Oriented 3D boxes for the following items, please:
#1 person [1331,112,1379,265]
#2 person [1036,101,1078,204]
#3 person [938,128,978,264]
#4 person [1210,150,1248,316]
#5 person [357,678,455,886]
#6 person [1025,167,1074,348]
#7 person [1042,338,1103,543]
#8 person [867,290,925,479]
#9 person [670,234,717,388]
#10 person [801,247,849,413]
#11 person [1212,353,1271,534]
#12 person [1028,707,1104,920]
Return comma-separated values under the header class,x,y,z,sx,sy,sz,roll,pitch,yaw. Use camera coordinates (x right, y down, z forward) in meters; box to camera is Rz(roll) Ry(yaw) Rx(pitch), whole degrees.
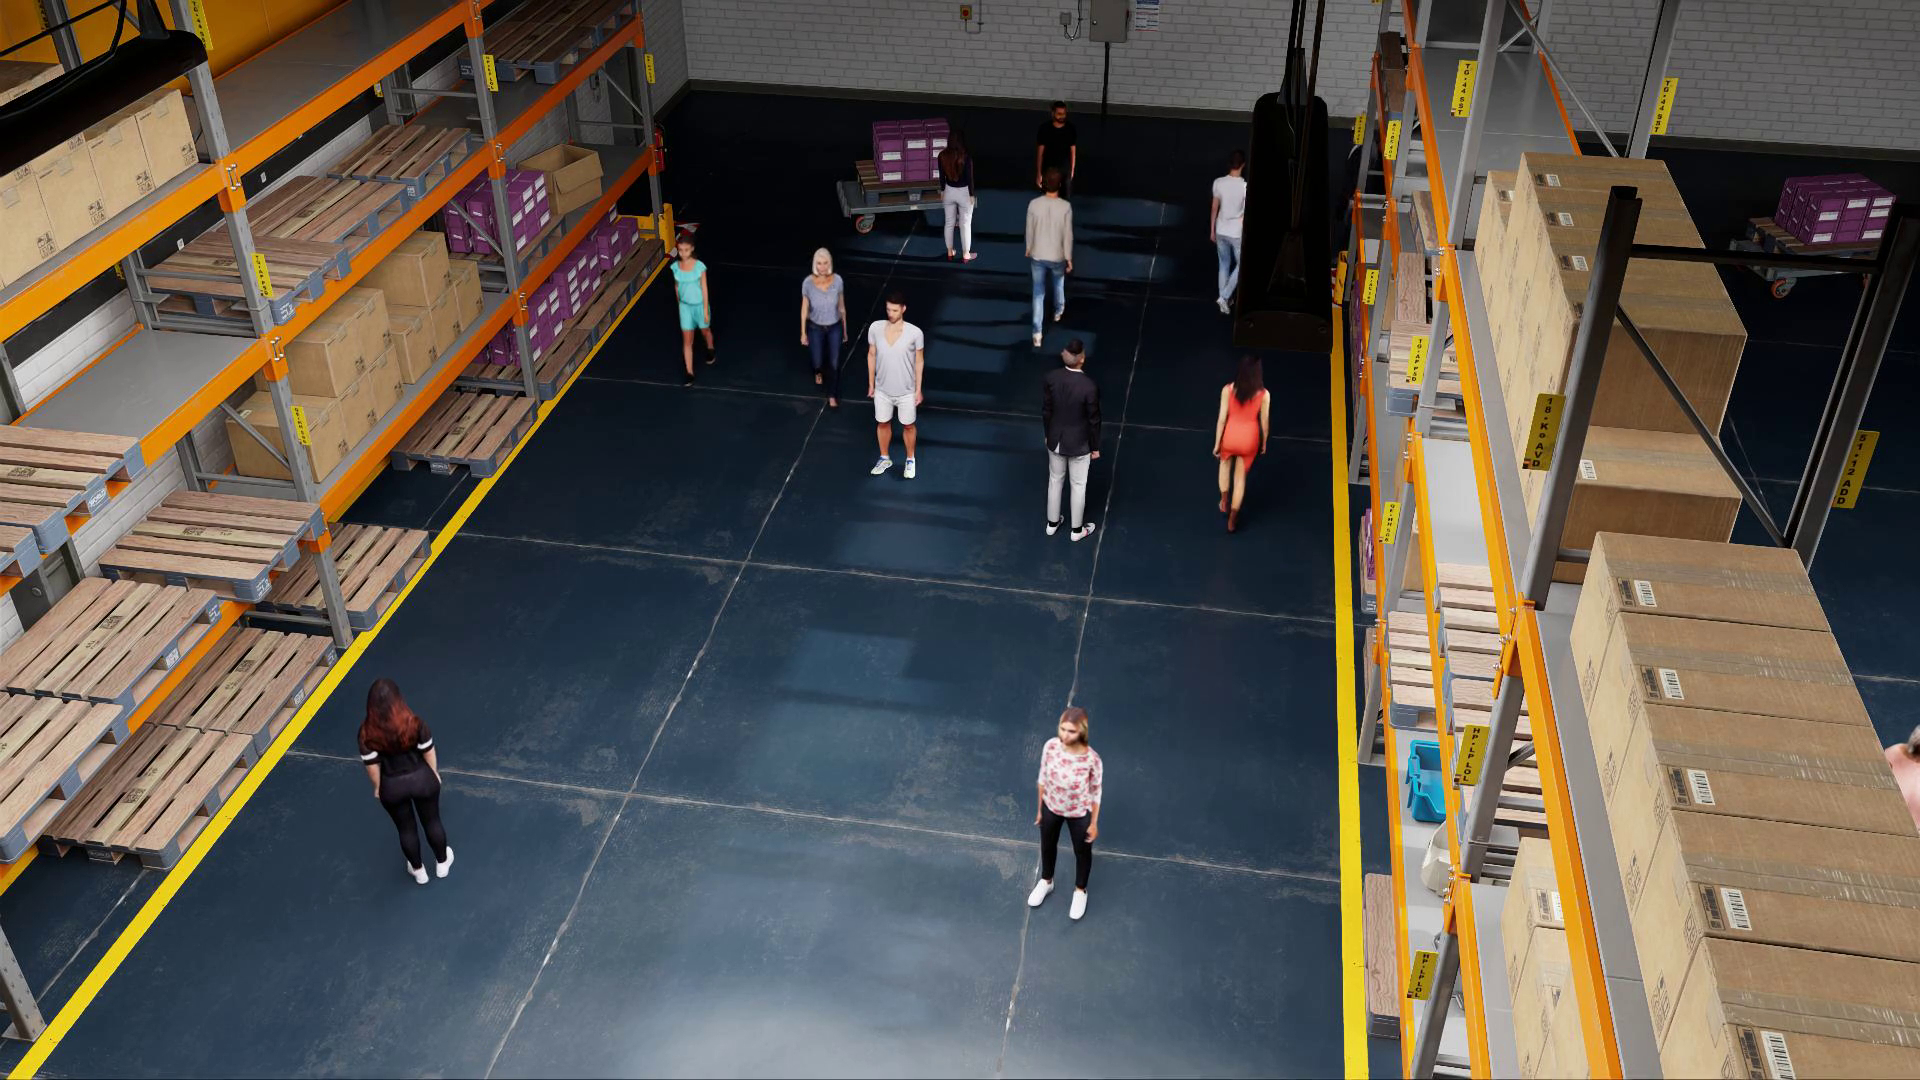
class,x,y,z,sx,sy,sz,roll,pitch,yaw
person,4.657,-4.060,19.216,0.826,1.806,0.710,0,34,0
person,1.108,-4.394,19.776,0.736,1.744,0.766,-3,34,-5
person,-0.018,-4.004,19.313,0.649,1.606,0.621,14,36,20
person,2.897,-3.278,18.016,0.859,1.833,0.972,22,39,29
person,-3.621,1.583,10.879,0.707,1.638,0.735,-11,35,-17
person,0.910,-2.927,17.473,0.731,1.849,1.186,6,34,9
person,0.946,-0.883,14.308,0.776,1.950,0.724,17,37,24
person,-0.584,-1.438,15.234,0.684,1.848,0.572,7,34,11
person,-2.685,-2.406,16.985,0.594,1.523,1.079,4,34,6
person,-1.335,-2.118,16.385,0.781,1.706,0.903,-8,35,-12
person,2.421,-0.800,14.409,0.610,1.700,0.697,6,34,9
person,0.702,1.720,10.677,0.633,1.633,0.607,14,36,21
